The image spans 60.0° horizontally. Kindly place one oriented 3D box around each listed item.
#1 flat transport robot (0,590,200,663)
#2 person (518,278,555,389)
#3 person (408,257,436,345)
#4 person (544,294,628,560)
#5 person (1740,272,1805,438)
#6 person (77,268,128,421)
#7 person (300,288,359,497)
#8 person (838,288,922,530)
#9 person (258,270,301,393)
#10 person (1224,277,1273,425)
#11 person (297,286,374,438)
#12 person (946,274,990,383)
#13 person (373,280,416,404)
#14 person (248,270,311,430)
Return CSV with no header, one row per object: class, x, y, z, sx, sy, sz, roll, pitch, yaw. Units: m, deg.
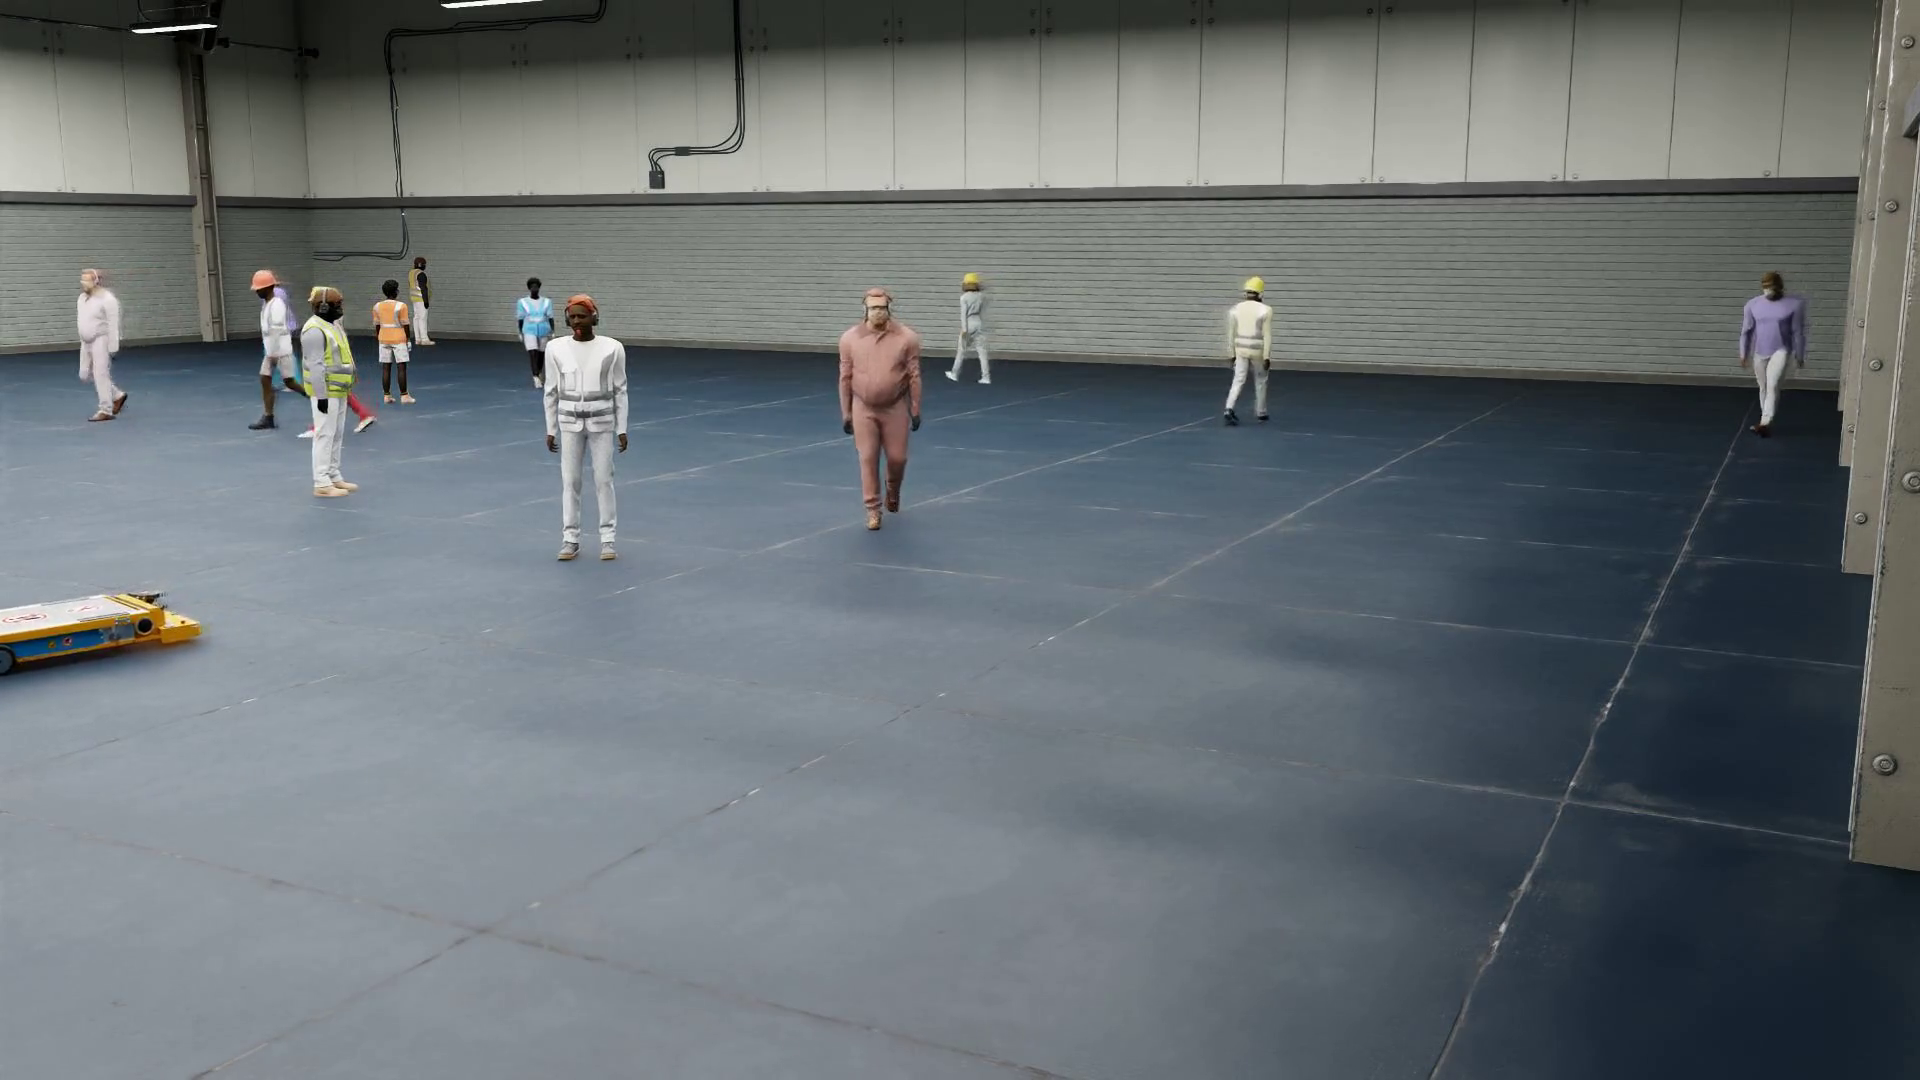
flat transport robot,-5.027,0.507,9.110,0.652,0.197,1.431,10,14,42
person,-6.426,-3.141,25.197,0.536,1.671,0.787,-5,12,-25
person,-11.327,-5.023,34.986,0.429,1.841,0.621,-9,13,-39
person,-2.643,-0.791,11.786,0.577,1.882,0.349,-1,10,-3
person,9.310,-2.120,19.060,0.668,1.880,1.047,9,14,41
person,-10.694,-2.430,20.701,0.662,1.890,0.513,6,12,30
person,-5.565,-1.301,14.716,0.430,1.835,0.627,-1,10,-3
person,-0.632,-1.043,13.133,0.658,1.889,0.581,0,10,-2
person,-9.931,-3.016,24.161,0.705,1.792,0.575,-8,13,-36
person,3.508,-2.293,20.214,0.600,1.803,0.874,8,13,36
person,-7.202,-2.053,19.108,0.910,1.726,0.522,-8,13,-39
person,0.162,-3.308,26.032,0.505,1.692,0.916,-8,13,-37
person,-7.717,-2.694,22.672,0.535,1.697,0.318,2,11,13
person,-8.052,-2.269,19.847,0.896,1.894,0.551,-9,13,-39
